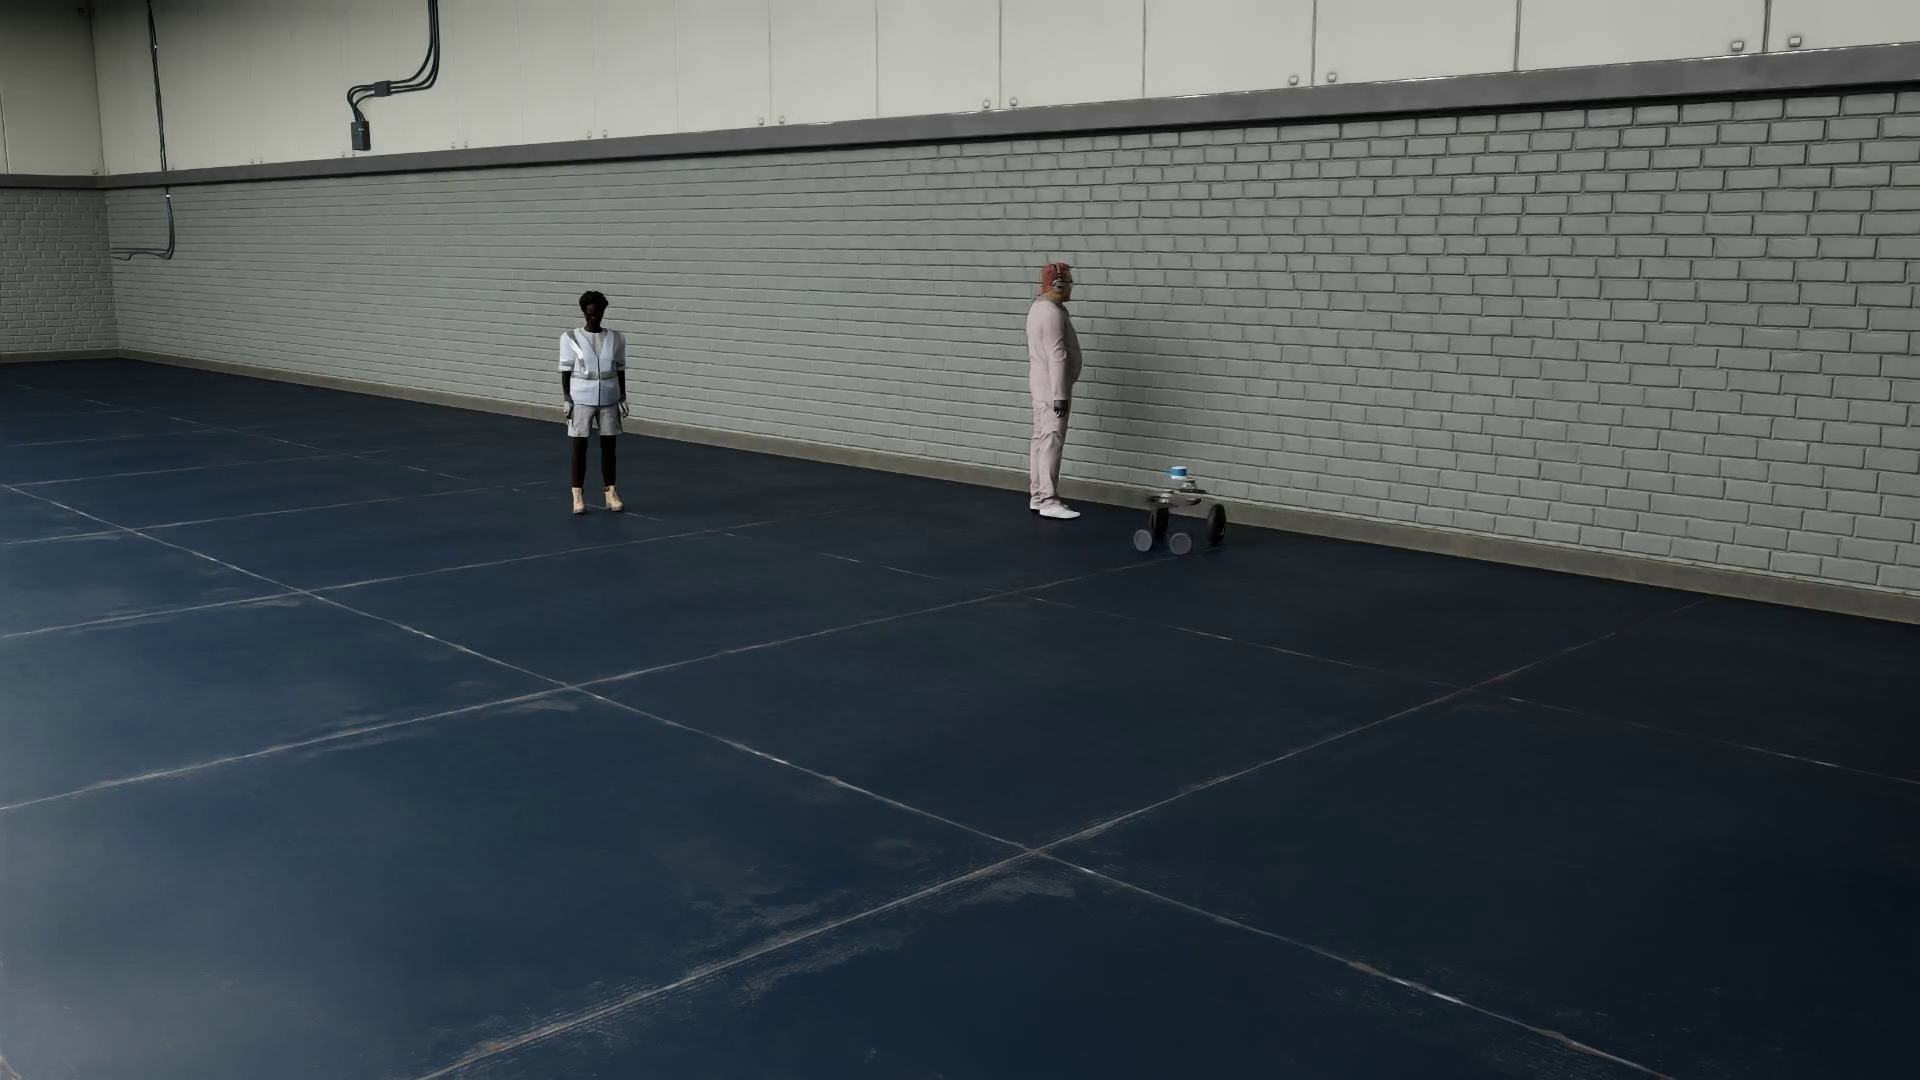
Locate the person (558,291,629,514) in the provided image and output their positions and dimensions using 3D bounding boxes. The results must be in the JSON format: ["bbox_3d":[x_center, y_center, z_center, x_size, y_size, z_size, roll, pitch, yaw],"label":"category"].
[{"bbox_3d":[-2.794,-1.056,12.736,0.532,1.692,0.320,-5,12,-27],"label":"person"}]

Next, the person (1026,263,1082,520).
[{"bbox_3d":[0.717,-1.122,12.513,0.407,1.904,0.655,-2,11,-9],"label":"person"}]

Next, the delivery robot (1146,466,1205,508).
[{"bbox_3d":[1.493,-0.384,11.328,0.335,0.223,0.698,4,11,23],"label":"delivery robot"}]
